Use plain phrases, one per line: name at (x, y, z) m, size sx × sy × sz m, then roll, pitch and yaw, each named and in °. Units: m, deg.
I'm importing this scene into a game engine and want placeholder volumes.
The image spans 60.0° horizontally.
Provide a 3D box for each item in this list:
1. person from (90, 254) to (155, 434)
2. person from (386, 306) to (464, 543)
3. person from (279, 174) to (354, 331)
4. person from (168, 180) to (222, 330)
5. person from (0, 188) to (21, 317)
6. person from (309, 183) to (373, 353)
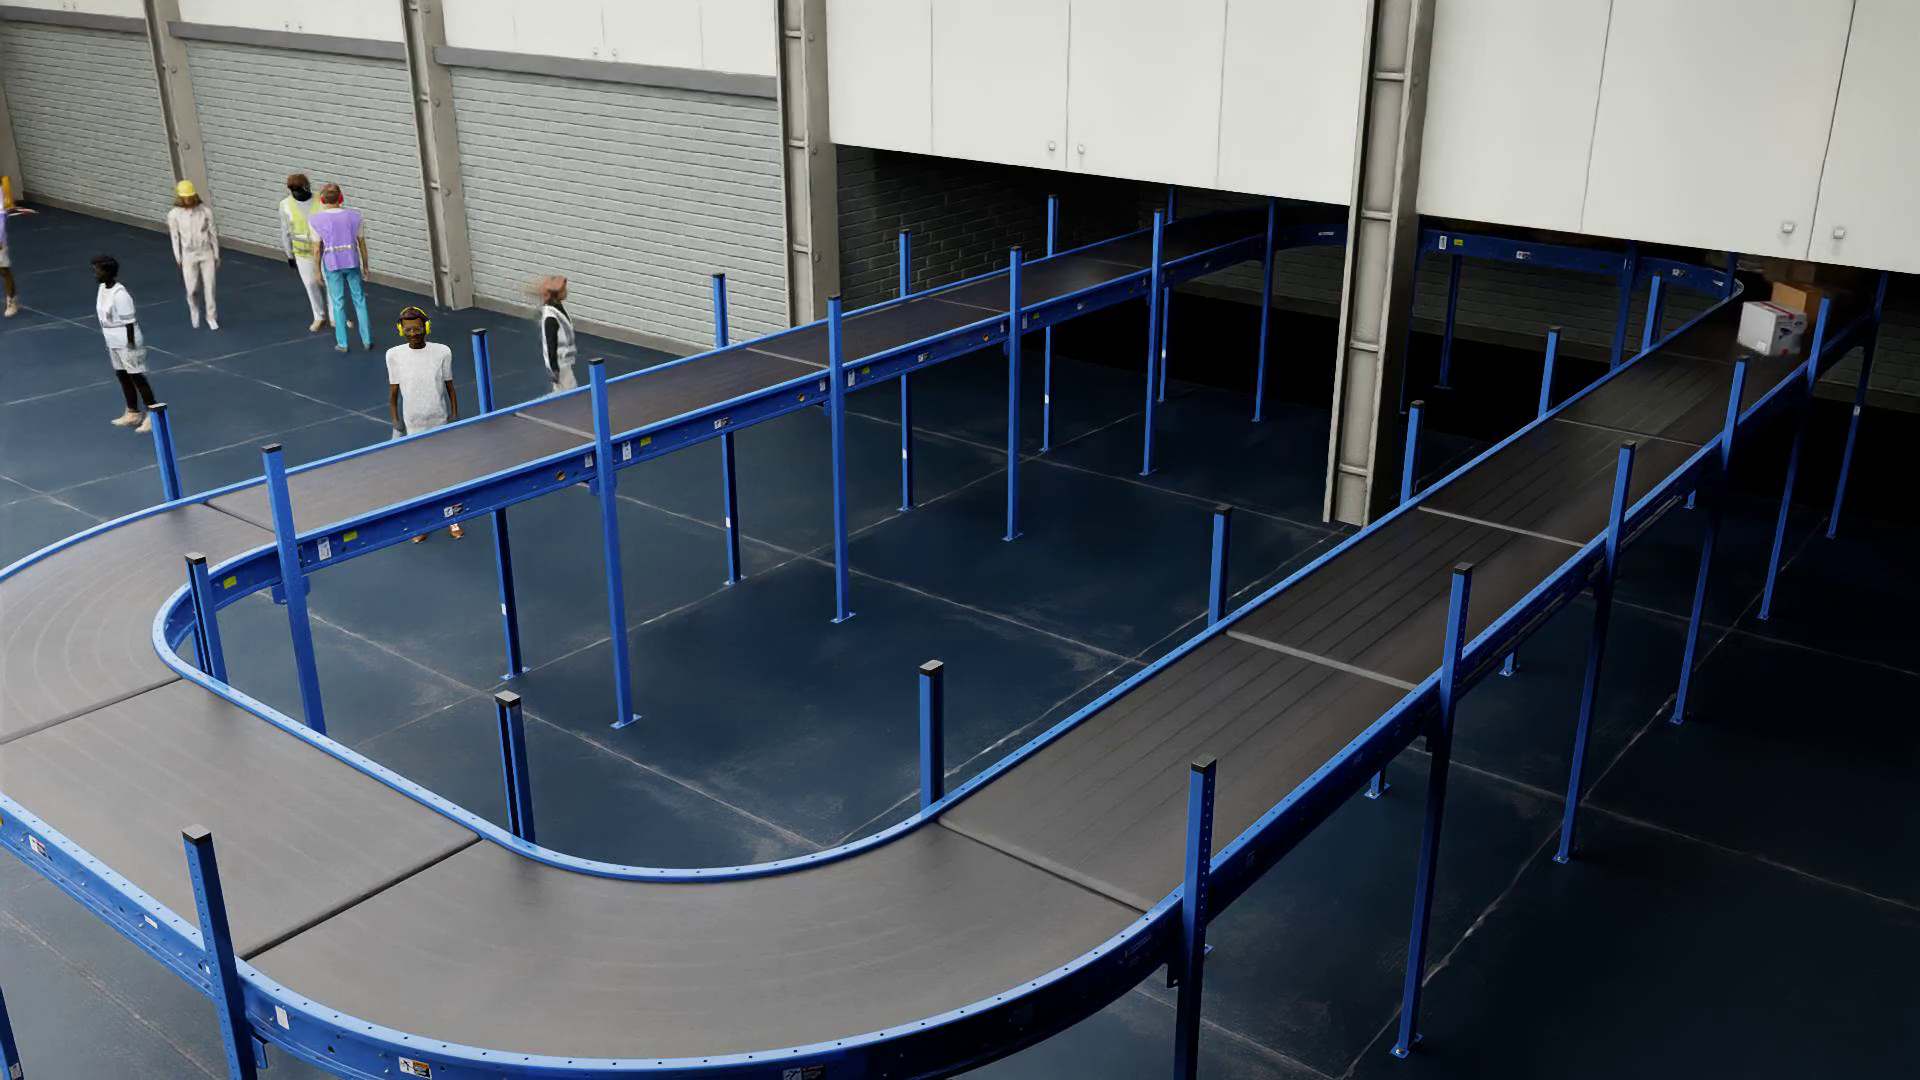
person at (-7.835, -1.835, 15.547) m, size 0.357 × 1.686 × 0.579 m, roll -20°, pitch 29°, yaw -41°
person at (-4.146, -0.894, 12.923) m, size 0.531 × 1.860 × 0.318 m, roll -7°, pitch 23°, yaw -17°
person at (-7.391, -3.292, 19.071) m, size 0.677 × 1.822 × 0.432 m, roll -4°, pitch 22°, yaw -10°
person at (-8.765, -3.270, 19.142) m, size 0.485 × 1.730 × 0.364 m, roll -13°, pitch 25°, yaw -30°
person at (-11.380, -3.502, 19.393) m, size 0.611 × 1.973 × 1.098 m, roll -5°, pitch 22°, yaw -13°
person at (-6.760, -2.964, 18.206) m, size 0.565 × 1.841 × 0.384 m, roll -12°, pitch 25°, yaw -28°
